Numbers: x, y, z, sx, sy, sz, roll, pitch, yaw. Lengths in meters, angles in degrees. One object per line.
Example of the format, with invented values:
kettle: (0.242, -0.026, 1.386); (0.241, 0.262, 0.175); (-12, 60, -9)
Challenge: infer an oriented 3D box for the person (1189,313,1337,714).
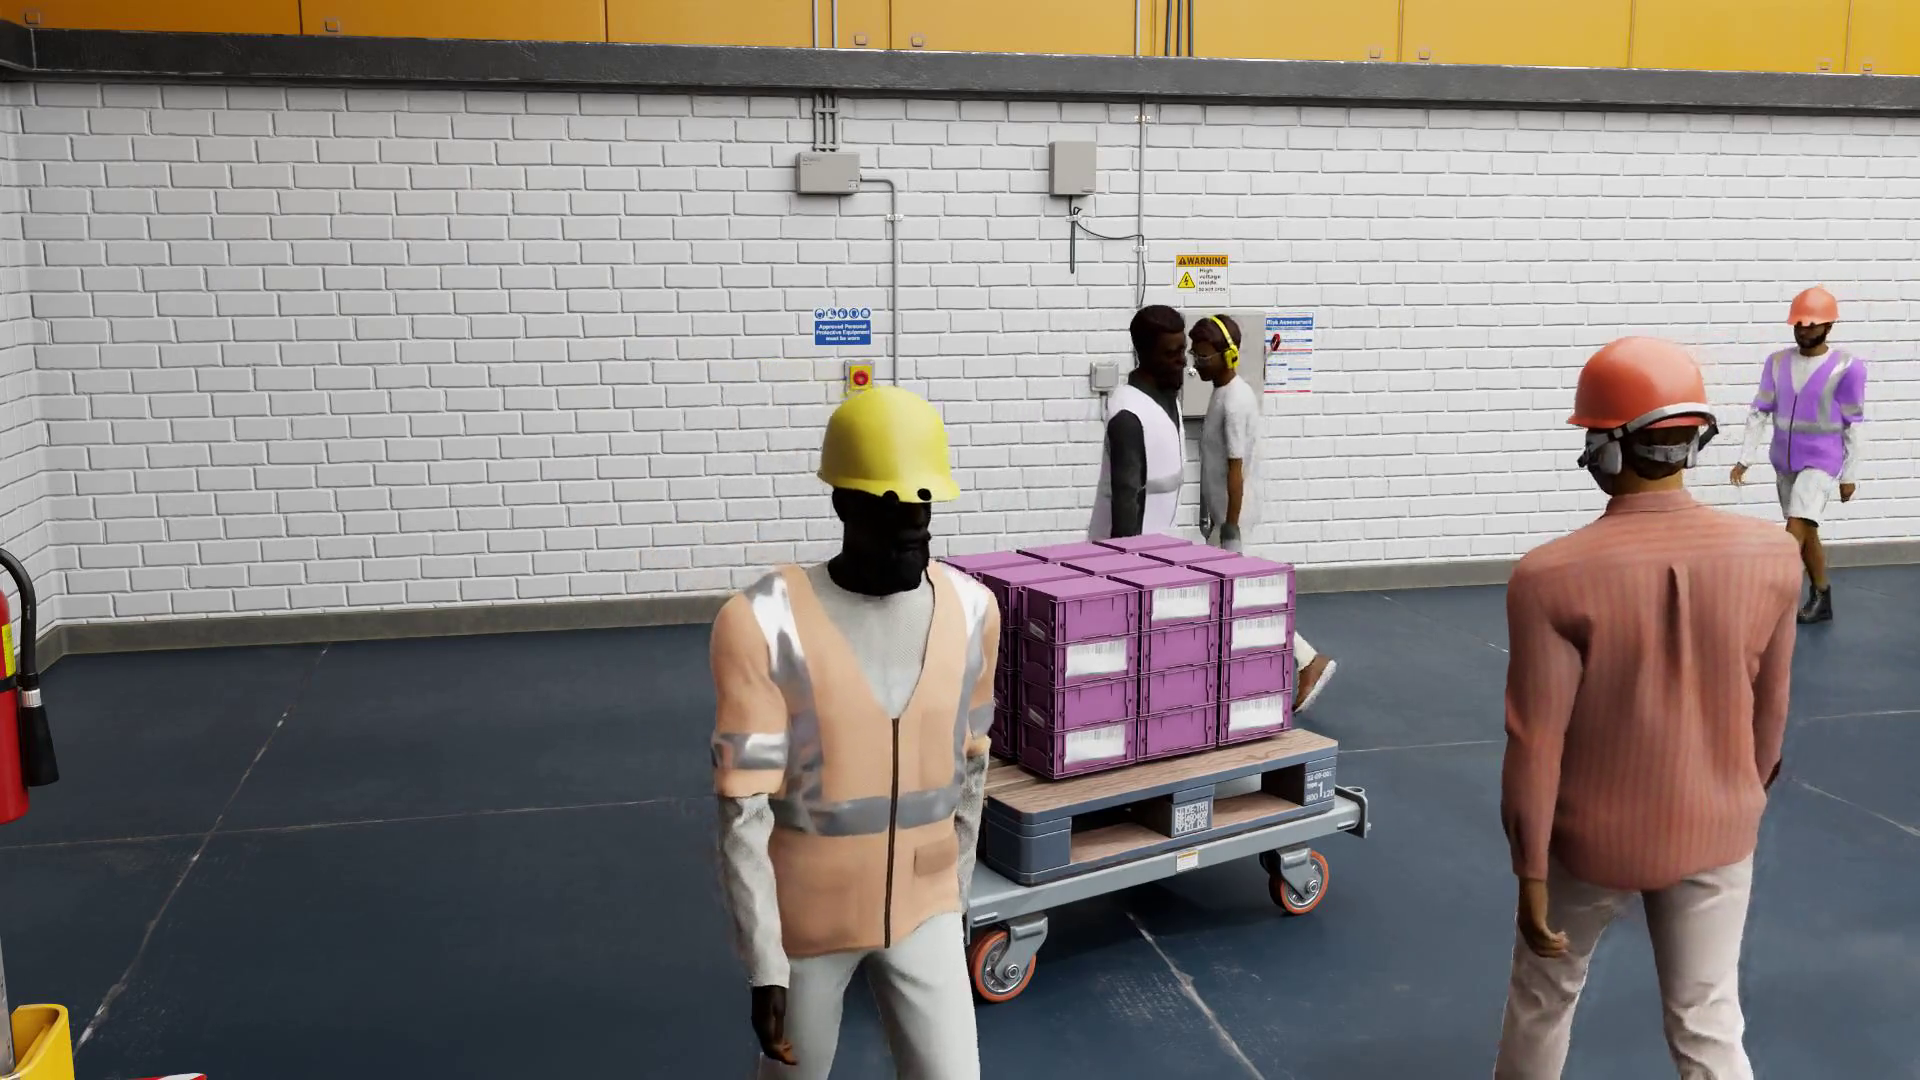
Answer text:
person: (1.245, -0.086, 7.334); (0.836, 1.828, 0.565); (1, 10, 5)

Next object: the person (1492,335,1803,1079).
person: (1.364, 0.571, 3.326); (0.621, 1.957, 0.975); (0, 10, -1)

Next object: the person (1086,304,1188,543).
person: (0.653, 0.024, 6.505); (0.626, 1.891, 0.628); (3, 11, 18)

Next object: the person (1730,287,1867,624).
person: (4.537, -0.421, 9.021); (1.023, 1.868, 0.544); (-6, 12, -29)

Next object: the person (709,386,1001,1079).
person: (-0.151, 0.665, 3.012); (0.595, 1.873, 0.999); (-5, 11, -26)
